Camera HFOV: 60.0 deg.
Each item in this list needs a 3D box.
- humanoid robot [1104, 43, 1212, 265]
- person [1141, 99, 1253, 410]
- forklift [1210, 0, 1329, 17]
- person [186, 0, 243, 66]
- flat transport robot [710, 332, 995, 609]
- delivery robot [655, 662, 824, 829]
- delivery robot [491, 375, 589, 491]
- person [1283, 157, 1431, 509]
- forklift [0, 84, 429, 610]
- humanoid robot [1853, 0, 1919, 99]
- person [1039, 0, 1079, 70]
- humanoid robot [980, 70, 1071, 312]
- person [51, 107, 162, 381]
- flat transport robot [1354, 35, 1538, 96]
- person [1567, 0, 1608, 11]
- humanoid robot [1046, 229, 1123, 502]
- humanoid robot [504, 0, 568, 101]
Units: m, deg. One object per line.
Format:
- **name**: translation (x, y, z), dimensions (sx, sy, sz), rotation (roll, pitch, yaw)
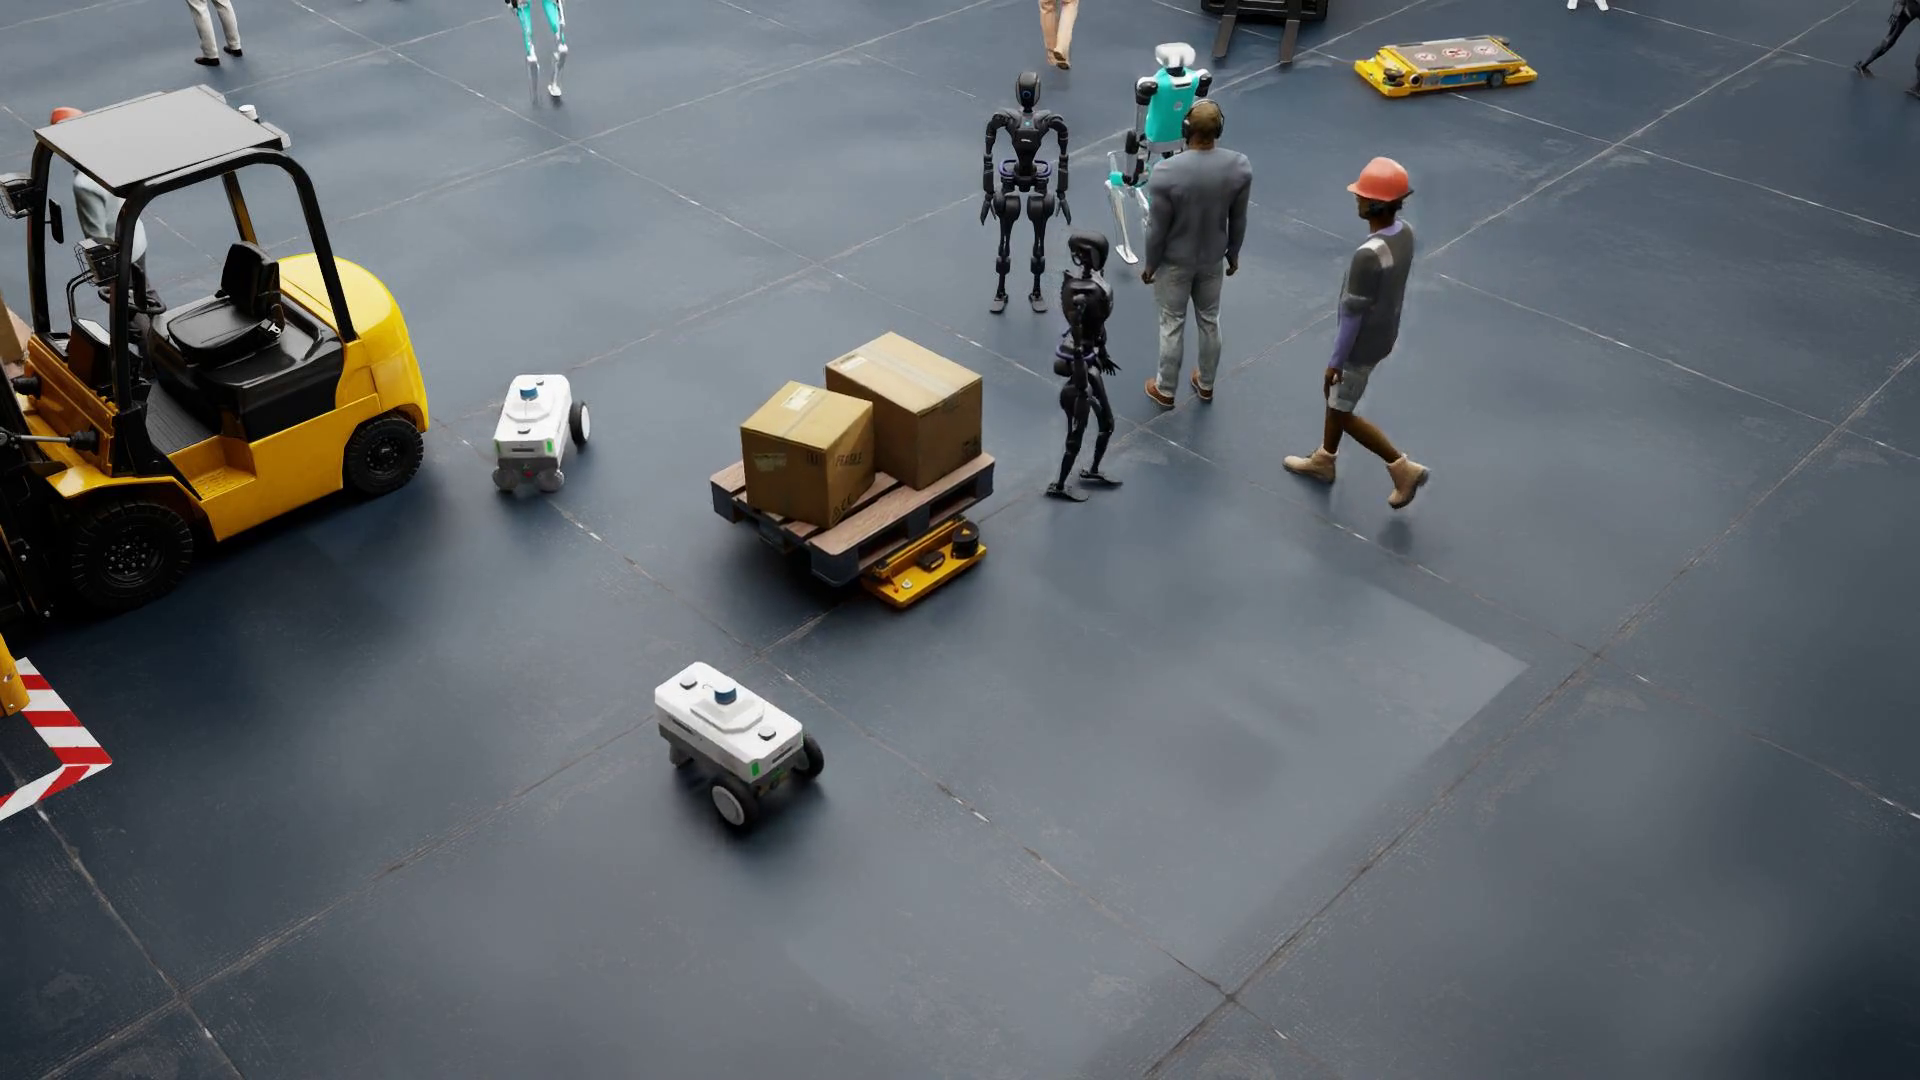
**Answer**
- **humanoid robot**: translation (1.264, -2.549, 11.176), dimensions (0.543, 1.732, 0.970), rotation (-15, 39, -19)
- **person**: translation (1.372, -1.665, 9.832), dimensions (0.634, 1.937, 0.355), rotation (-9, 38, -12)
- **forklift**: translation (3.106, -6.400, 15.960), dimensions (1.214, 2.155, 2.313), rotation (8, 37, 10)
- **person**: translation (-6.665, -5.042, 14.481), dimensions (0.383, 1.784, 0.538), rotation (20, 41, 25)
- **flat transport robot**: translation (-0.590, -0.131, 9.173), dimensions (1.431, 0.231, 0.659), rotation (30, 46, 34)
- **delivery robot**: translation (-1.021, 0.902, 7.564), dimensions (0.782, 0.611, 0.502), rotation (27, 44, 31)
- **delivery robot**: translation (-2.458, -0.658, 9.634), dimensions (0.499, 0.590, 0.761), rotation (-2, 37, -2)
- **person**: translation (2.246, -1.076, 8.981), dimensions (0.778, 2.013, 0.609), rotation (19, 41, 23)
- **forklift**: translation (-4.145, -1.093, 8.856), dimensions (2.313, 2.155, 1.214), rotation (-31, 47, -34)
- **humanoid robot**: translation (8.110, -4.590, 14.006), dimensions (0.599, 1.638, 0.762), rotation (-9, 38, -11)
- **person**: translation (0.802, -4.922, 14.342), dimensions (0.570, 1.766, 0.555), rotation (10, 38, 13)
- **humanoid robot**: translation (0.432, -2.255, 10.827), dimensions (0.599, 1.657, 0.315), rotation (1, 37, 1)
- **person**: translation (-5.180, -1.808, 10.187), dimensions (0.345, 1.740, 0.572), rotation (-2, 37, -3)
- **flat transport robot**: translation (4.251, -4.144, 14.544), dimensions (1.431, 0.231, 0.659), rotation (-9, 38, -12)
- **person**: translation (6.093, -5.812, 15.629), dimensions (0.516, 1.639, 0.311), rotation (5, 37, 6)
- **humanoid robot**: translation (0.713, -0.920, 9.048), dimensions (0.487, 1.648, 0.584), rotation (9, 38, 12)
- **humanoid robot**: translation (-3.494, -4.406, 13.753), dimensions (0.539, 1.878, 0.744), rotation (-11, 38, -15)
